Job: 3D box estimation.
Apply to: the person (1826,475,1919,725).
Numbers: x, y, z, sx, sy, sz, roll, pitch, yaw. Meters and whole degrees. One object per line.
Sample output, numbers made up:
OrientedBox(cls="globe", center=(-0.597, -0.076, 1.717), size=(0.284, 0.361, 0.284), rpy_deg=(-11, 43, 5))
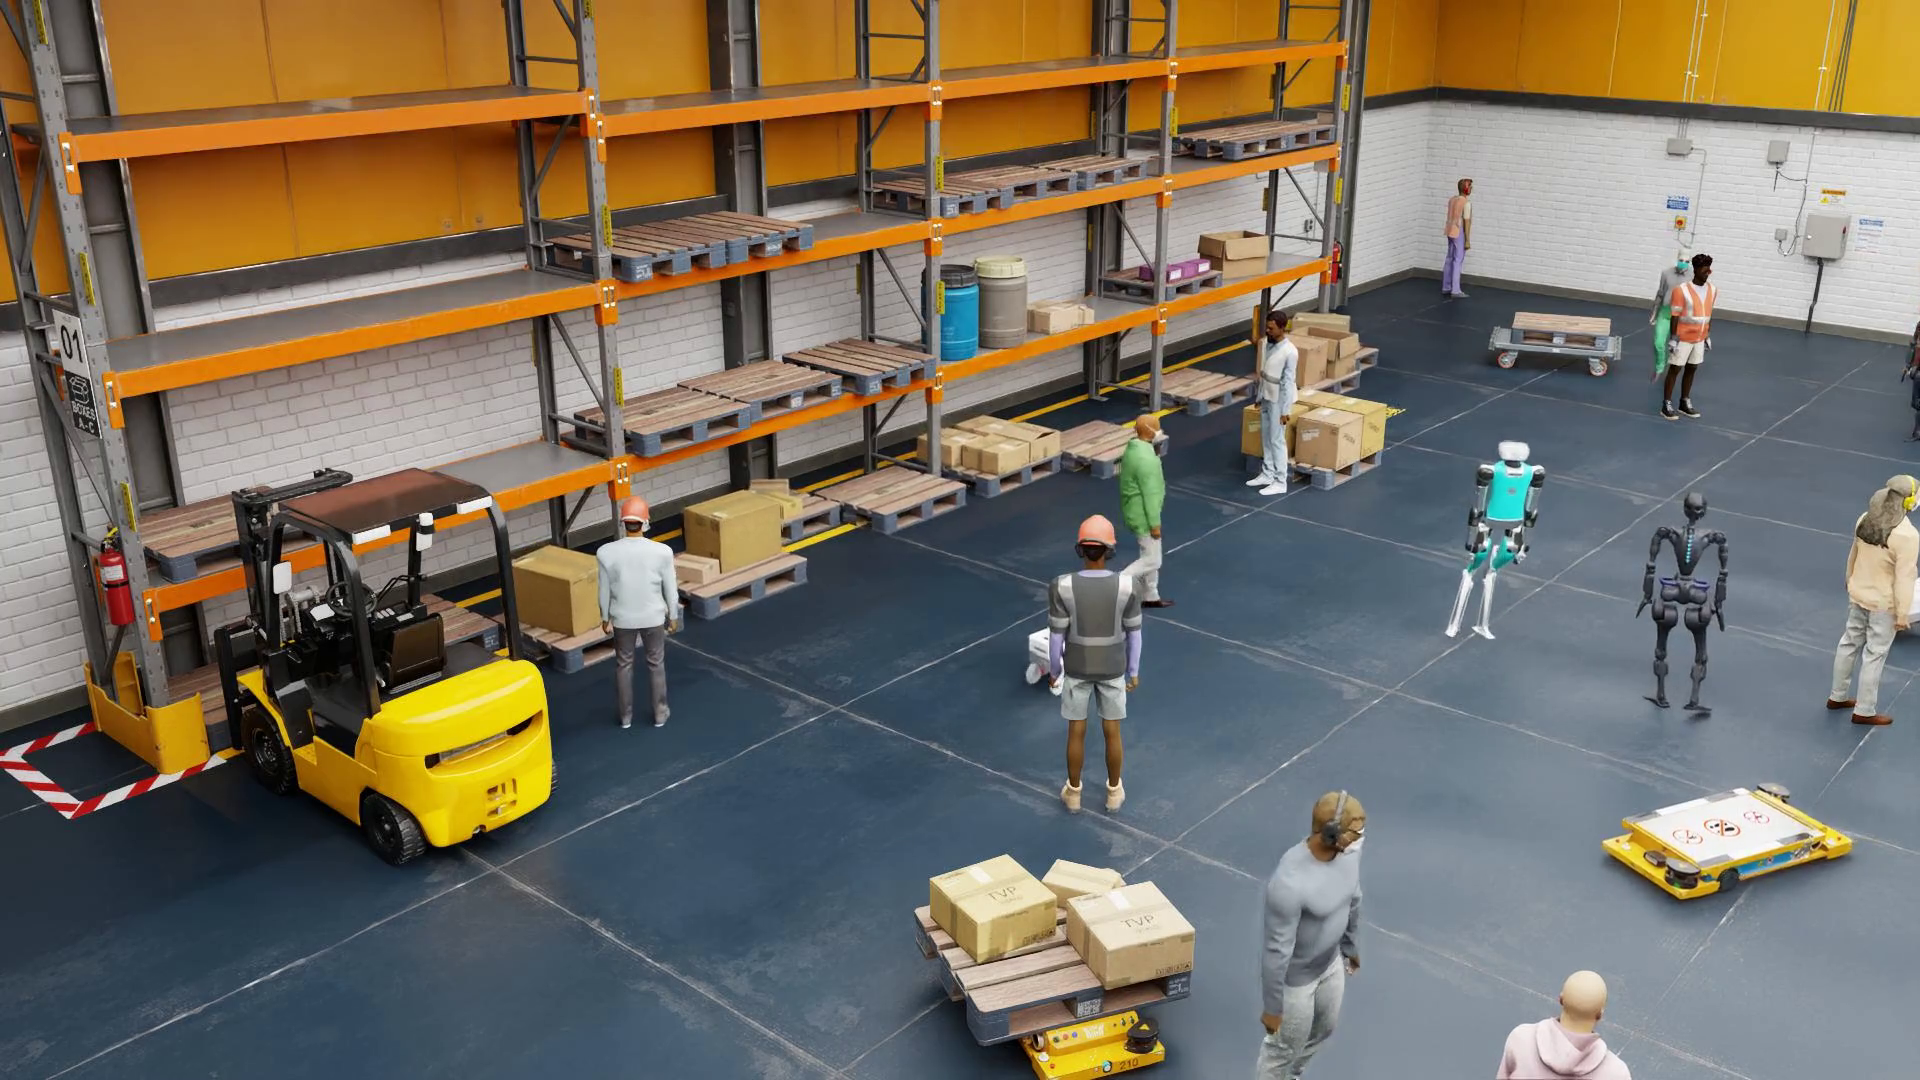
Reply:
OrientedBox(cls="person", center=(6.648, 0.428, 12.075), size=(0.391, 1.875, 0.566), rpy_deg=(-4, 21, -12))

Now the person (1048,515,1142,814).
OrientedBox(cls="person", center=(0.866, 0.817, 10.794), size=(0.605, 2.033, 0.388), rpy_deg=(1, 20, 2))

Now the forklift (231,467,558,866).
OrientedBox(cls="forklift", center=(-3.730, 0.710, 10.856), size=(2.313, 2.155, 1.214), rpy_deg=(17, 26, 38))

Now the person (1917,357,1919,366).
OrientedBox(cls="person", center=(12.596, -2.905, 21.294), size=(0.413, 1.743, 0.641), rpy_deg=(7, 21, 18))

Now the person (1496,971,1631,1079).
OrientedBox(cls="person", center=(2.349, 2.500, 6.608), size=(0.541, 1.773, 0.418), rpy_deg=(13, 24, 30))

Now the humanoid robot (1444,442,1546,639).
OrientedBox(cls="humanoid robot", center=(4.296, -0.018, 13.481), size=(0.565, 1.755, 0.787), rpy_deg=(0, 20, 1))

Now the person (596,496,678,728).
OrientedBox(cls="person", center=(-2.315, 0.524, 12.006), size=(0.573, 1.740, 0.345), rpy_deg=(-3, 20, -8))

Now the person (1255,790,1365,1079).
OrientedBox(cls="person", center=(1.596, 2.005, 7.739), size=(0.438, 1.922, 0.705), rpy_deg=(17, 26, 38))

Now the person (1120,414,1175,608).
OrientedBox(cls="person", center=(1.508, -0.205, 13.943), size=(0.637, 1.761, 0.565), rpy_deg=(-1, 20, -4))

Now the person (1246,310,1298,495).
OrientedBox(cls="person", center=(3.237, -1.413, 17.019), size=(0.386, 1.910, 0.593), rpy_deg=(-6, 21, -15))

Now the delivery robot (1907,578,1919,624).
OrientedBox(cls="delivery robot", center=(7.721, 0.545, 13.675), size=(0.801, 0.604, 0.499), rpy_deg=(-9, 22, -23))

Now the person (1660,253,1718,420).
OrientedBox(cls="person", center=(8.615, -2.402, 19.612), size=(0.605, 1.965, 0.368), rpy_deg=(-7, 21, -19))

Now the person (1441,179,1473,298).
OrientedBox(cls="person", center=(7.813, -4.743, 26.122), size=(0.388, 1.847, 0.564), rpy_deg=(-5, 21, -14))

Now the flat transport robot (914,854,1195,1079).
OrientedBox(cls="flat transport robot", center=(0.486, 2.411, 9.018), size=(0.659, 0.231, 1.431), rpy_deg=(-8, 22, -20))

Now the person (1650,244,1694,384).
OrientedBox(cls="person", center=(9.028, -2.845, 21.010), size=(0.561, 1.828, 0.432), rpy_deg=(13, 24, 31))

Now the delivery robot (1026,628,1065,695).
OrientedBox(cls="delivery robot", center=(0.879, 0.835, 12.887), size=(0.806, 0.602, 0.499), rpy_deg=(-17, 26, -39))

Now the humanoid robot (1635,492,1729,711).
OrientedBox(cls="humanoid robot", center=(5.327, 0.470, 12.257), size=(0.615, 1.645, 0.476), rpy_deg=(8, 22, 21))

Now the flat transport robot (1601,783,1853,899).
OrientedBox(cls="flat transport robot", center=(4.827, 1.883, 10.449), size=(1.431, 0.231, 0.659), rpy_deg=(-9, 22, -22))

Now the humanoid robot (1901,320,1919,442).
OrientedBox(cls="humanoid robot", center=(11.034, -1.941, 18.807), size=(0.657, 1.638, 0.598), rpy_deg=(-9, 22, -24))
